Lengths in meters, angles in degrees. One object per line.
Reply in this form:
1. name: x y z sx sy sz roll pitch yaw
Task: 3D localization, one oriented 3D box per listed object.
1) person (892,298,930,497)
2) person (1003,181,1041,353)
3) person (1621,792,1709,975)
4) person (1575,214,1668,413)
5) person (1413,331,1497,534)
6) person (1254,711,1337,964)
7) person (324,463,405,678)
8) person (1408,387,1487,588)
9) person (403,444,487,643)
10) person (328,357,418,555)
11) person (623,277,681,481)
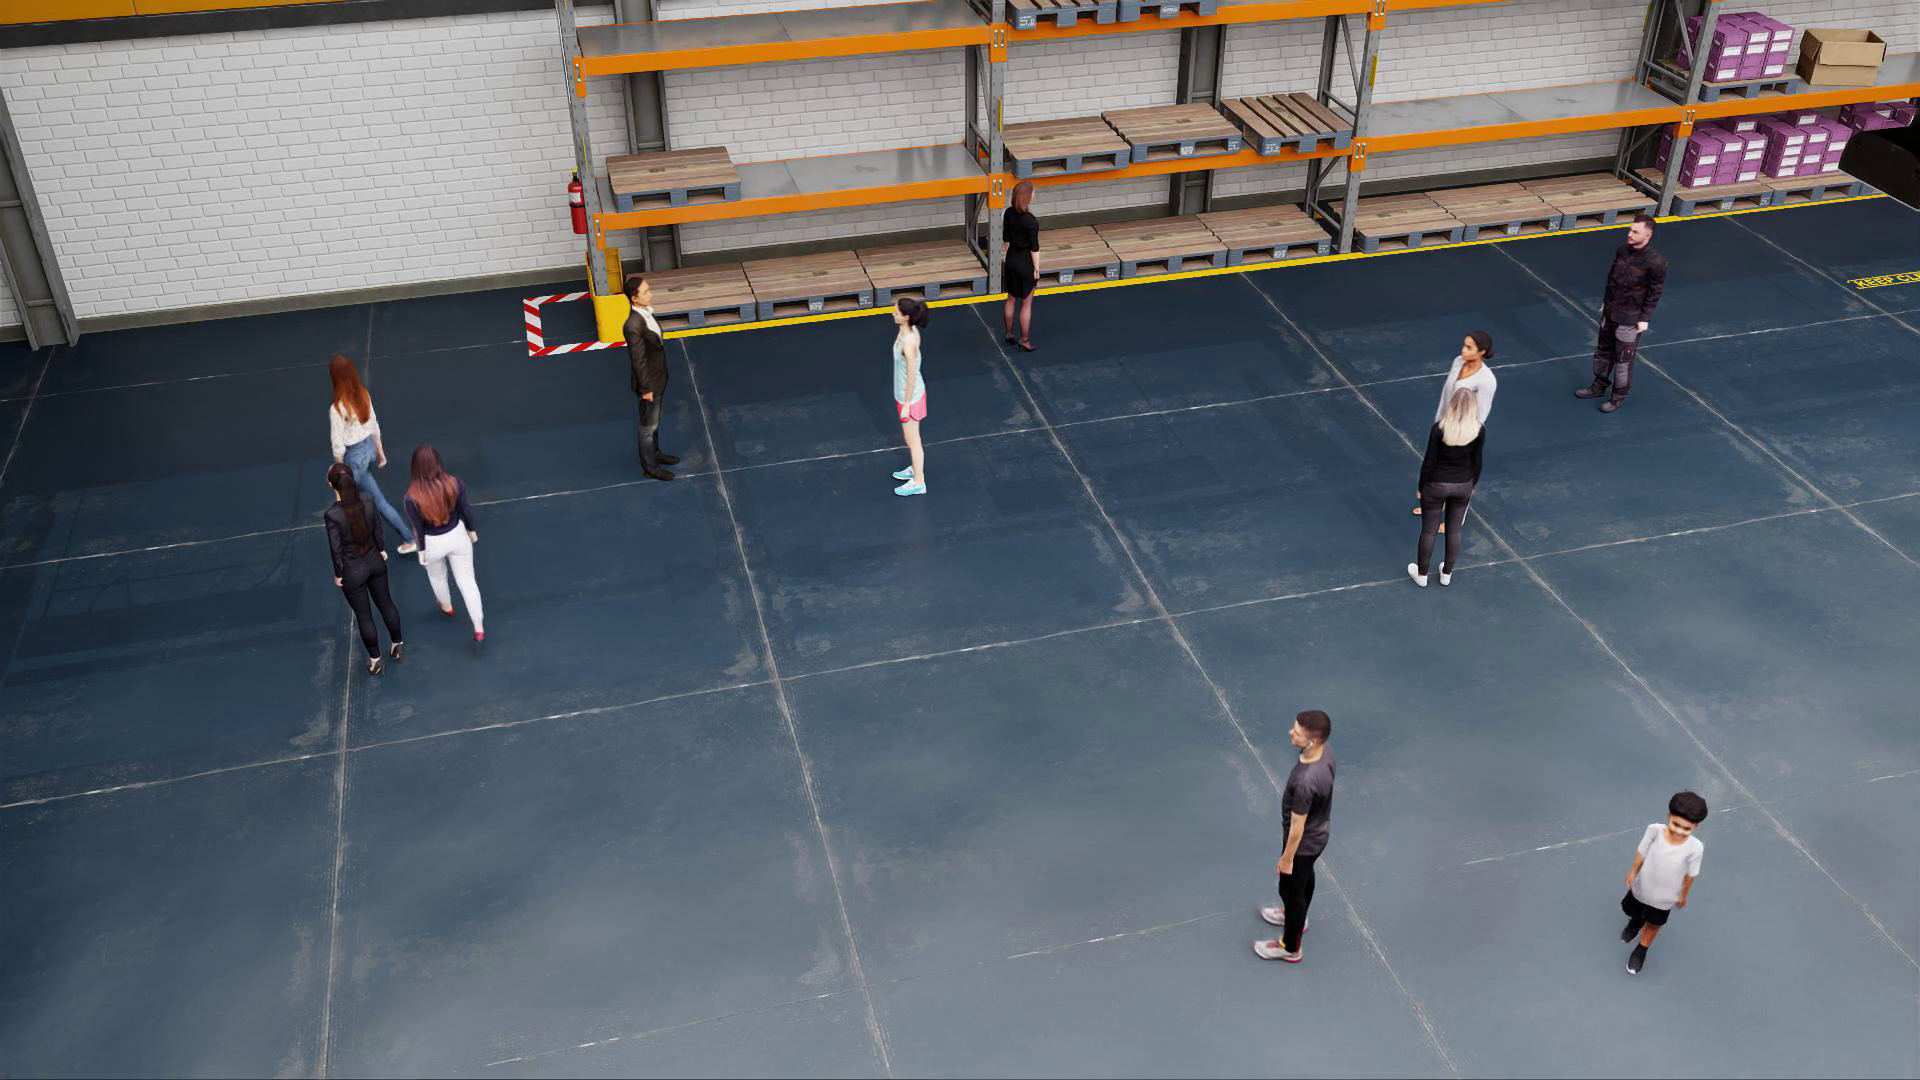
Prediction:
1. person: -0.427 -1.187 13.717 0.616 1.764 0.644 -1 34 -2
2. person: 0.582 -2.620 15.928 0.651 1.704 0.659 -27 42 -34
3. person: 4.023 1.909 9.521 0.659 1.253 0.726 23 40 30
4. person: 5.988 -2.061 14.950 0.665 1.855 0.761 -15 36 -21
5. person: 4.008 -0.892 13.300 0.594 1.736 0.669 -14 36 -20
6. person: 1.947 1.665 9.430 0.733 1.761 0.720 10 35 15
7. person: -4.196 0.198 11.681 0.700 1.712 0.621 21 39 28
8. person: 3.690 -0.392 12.592 0.556 1.686 0.726 0 34 0
9. person: -3.696 0.060 12.012 1.074 1.576 0.900 -19 38 -26
10. person: -4.589 -0.609 12.915 1.170 1.691 0.989 11 35 16
11. person: -2.625 -1.372 13.959 0.648 1.805 0.738 1 34 1
